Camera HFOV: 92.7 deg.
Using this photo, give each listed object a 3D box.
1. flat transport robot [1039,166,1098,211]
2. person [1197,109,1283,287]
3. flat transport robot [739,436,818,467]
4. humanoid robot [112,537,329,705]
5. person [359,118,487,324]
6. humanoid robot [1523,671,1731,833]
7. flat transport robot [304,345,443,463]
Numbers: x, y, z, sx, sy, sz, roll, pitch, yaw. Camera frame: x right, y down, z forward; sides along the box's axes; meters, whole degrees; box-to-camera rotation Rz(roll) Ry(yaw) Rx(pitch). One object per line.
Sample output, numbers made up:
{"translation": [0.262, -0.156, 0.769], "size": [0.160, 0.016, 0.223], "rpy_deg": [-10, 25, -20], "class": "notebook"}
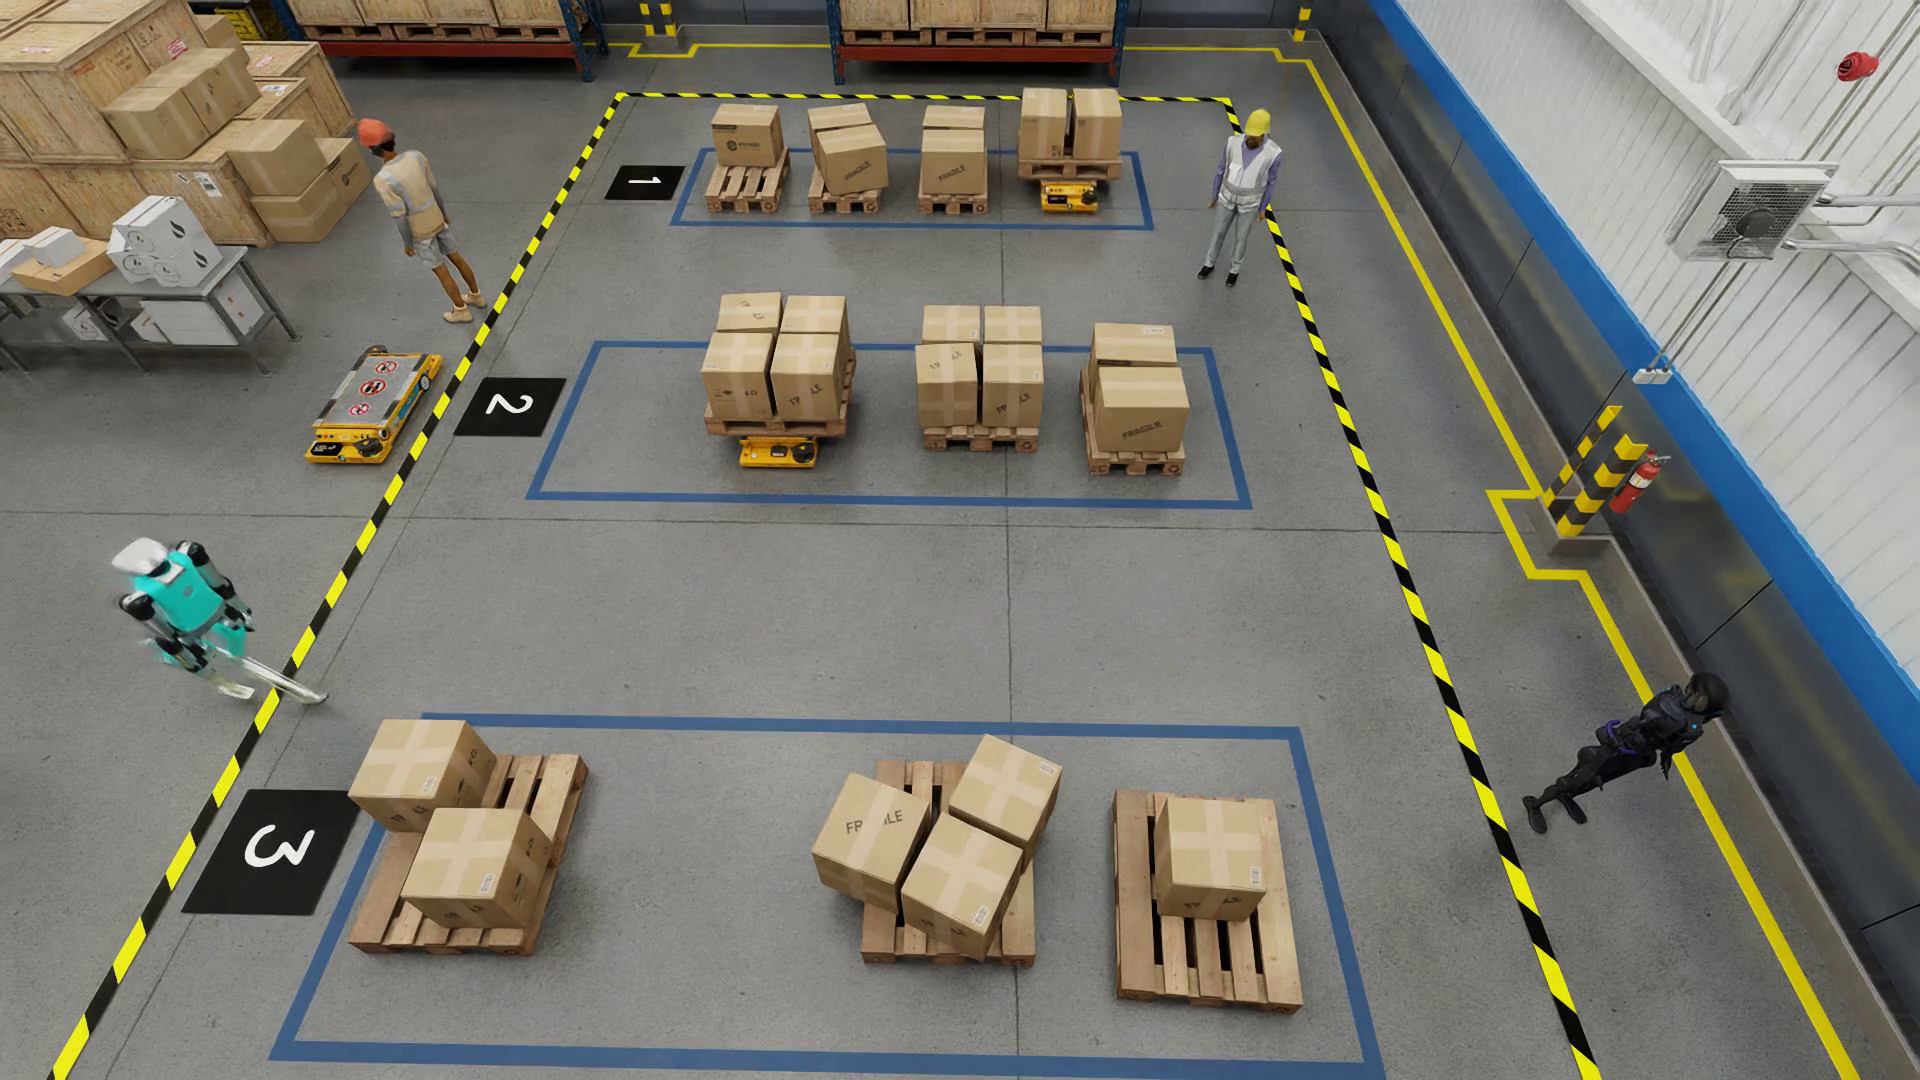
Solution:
{"translation": [1.294, -4.462, 11.125], "size": [0.652, 0.197, 1.431], "rpy_deg": [1, 50, 1], "class": "flat transport robot"}
{"translation": [2.817, -3.428, 9.244], "size": [0.599, 1.827, 0.404], "rpy_deg": [23, 53, 18], "class": "person"}
{"translation": [-1.582, -1.235, 8.394], "size": [0.652, 0.197, 1.431], "rpy_deg": [1, 50, 1], "class": "flat transport robot"}
{"translation": [-4.939, 0.588, 5.919], "size": [1.025, 1.736, 0.542], "rpy_deg": [10, 50, 8], "class": "humanoid robot"}
{"translation": [-5.124, -3.000, 8.744], "size": [0.376, 2.044, 0.604], "rpy_deg": [13, 51, 11], "class": "person"}
{"translation": [3.920, 1.256, 5.371], "size": [0.599, 1.657, 0.315], "rpy_deg": [-7, 50, -6], "class": "humanoid robot"}
{"translation": [-5.383, -1.269, 8.441], "size": [0.659, 0.231, 1.431], "rpy_deg": [1, 50, 1], "class": "flat transport robot"}
